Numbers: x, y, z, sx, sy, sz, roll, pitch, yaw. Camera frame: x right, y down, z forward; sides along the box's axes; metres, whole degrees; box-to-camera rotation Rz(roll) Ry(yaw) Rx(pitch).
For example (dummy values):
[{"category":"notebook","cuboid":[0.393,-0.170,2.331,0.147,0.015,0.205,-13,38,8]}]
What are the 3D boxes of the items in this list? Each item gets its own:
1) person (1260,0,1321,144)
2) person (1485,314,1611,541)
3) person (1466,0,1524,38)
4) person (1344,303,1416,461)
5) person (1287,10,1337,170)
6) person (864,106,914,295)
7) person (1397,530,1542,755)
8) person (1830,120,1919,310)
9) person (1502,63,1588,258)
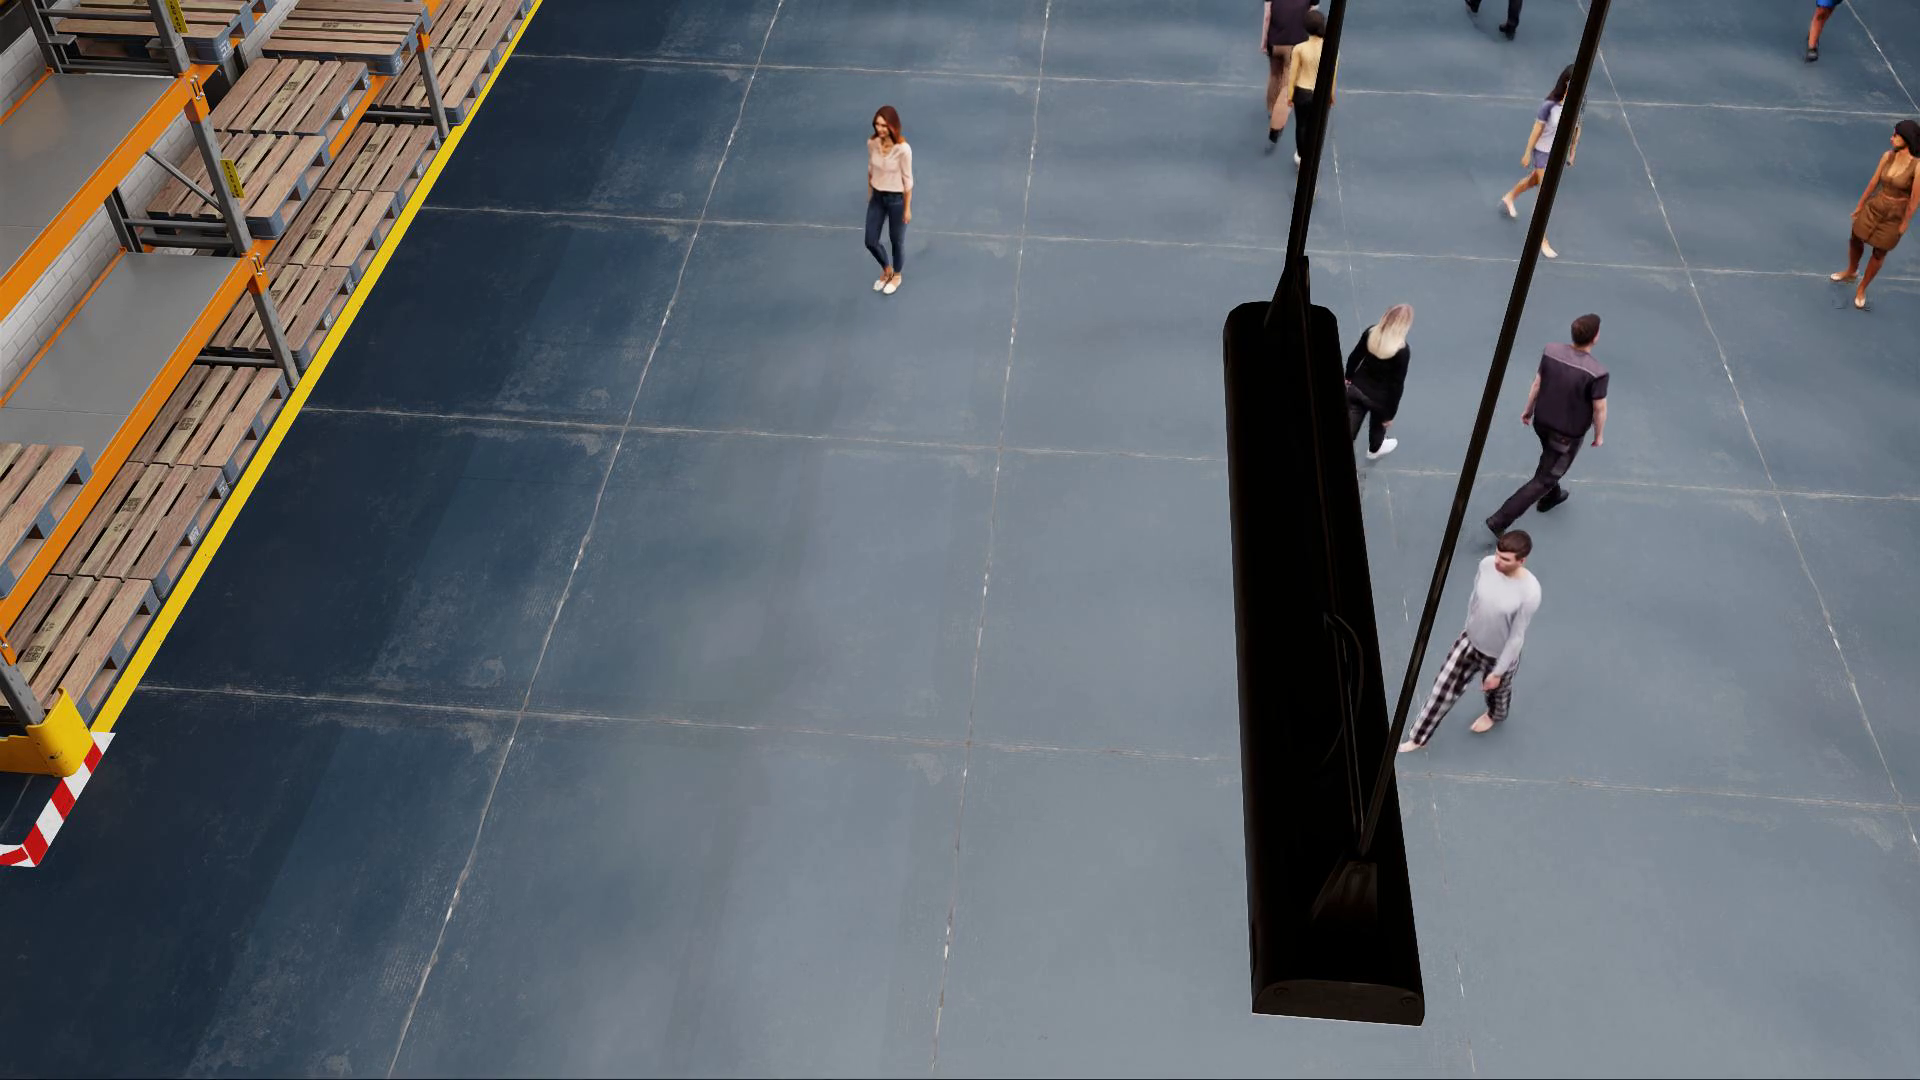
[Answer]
[{"category":"person","cuboid":[3.127,-4.733,15.996,0.928,1.806,1.227,17,46,17]},{"category":"person","cuboid":[4.196,-0.764,11.822,1.188,1.817,1.232,-20,47,-20]},{"category":"person","cuboid":[5.858,-6.226,17.570,0.921,1.798,1.259,-6,44,-7]},{"category":"person","cuboid":[2.961,-0.968,12.173,1.169,1.630,1.271,32,52,29]},{"category":"person","cuboid":[3.265,-4.085,15.437,0.634,1.639,0.856,6,44,6]},{"category":"person","cuboid":[-0.547,-2.914,14.104,0.708,1.783,0.725,21,47,21]},{"category":"person","cuboid":[3.375,0.623,10.375,1.157,1.806,1.129,-27,50,-26]},{"category":"person","cuboid":[7.810,-2.702,13.971,0.786,1.660,0.683,-34,53,-31]},{"category":"person","cuboid":[5.182,-3.457,14.746,0.944,1.684,1.227,-15,46,-15]}]
